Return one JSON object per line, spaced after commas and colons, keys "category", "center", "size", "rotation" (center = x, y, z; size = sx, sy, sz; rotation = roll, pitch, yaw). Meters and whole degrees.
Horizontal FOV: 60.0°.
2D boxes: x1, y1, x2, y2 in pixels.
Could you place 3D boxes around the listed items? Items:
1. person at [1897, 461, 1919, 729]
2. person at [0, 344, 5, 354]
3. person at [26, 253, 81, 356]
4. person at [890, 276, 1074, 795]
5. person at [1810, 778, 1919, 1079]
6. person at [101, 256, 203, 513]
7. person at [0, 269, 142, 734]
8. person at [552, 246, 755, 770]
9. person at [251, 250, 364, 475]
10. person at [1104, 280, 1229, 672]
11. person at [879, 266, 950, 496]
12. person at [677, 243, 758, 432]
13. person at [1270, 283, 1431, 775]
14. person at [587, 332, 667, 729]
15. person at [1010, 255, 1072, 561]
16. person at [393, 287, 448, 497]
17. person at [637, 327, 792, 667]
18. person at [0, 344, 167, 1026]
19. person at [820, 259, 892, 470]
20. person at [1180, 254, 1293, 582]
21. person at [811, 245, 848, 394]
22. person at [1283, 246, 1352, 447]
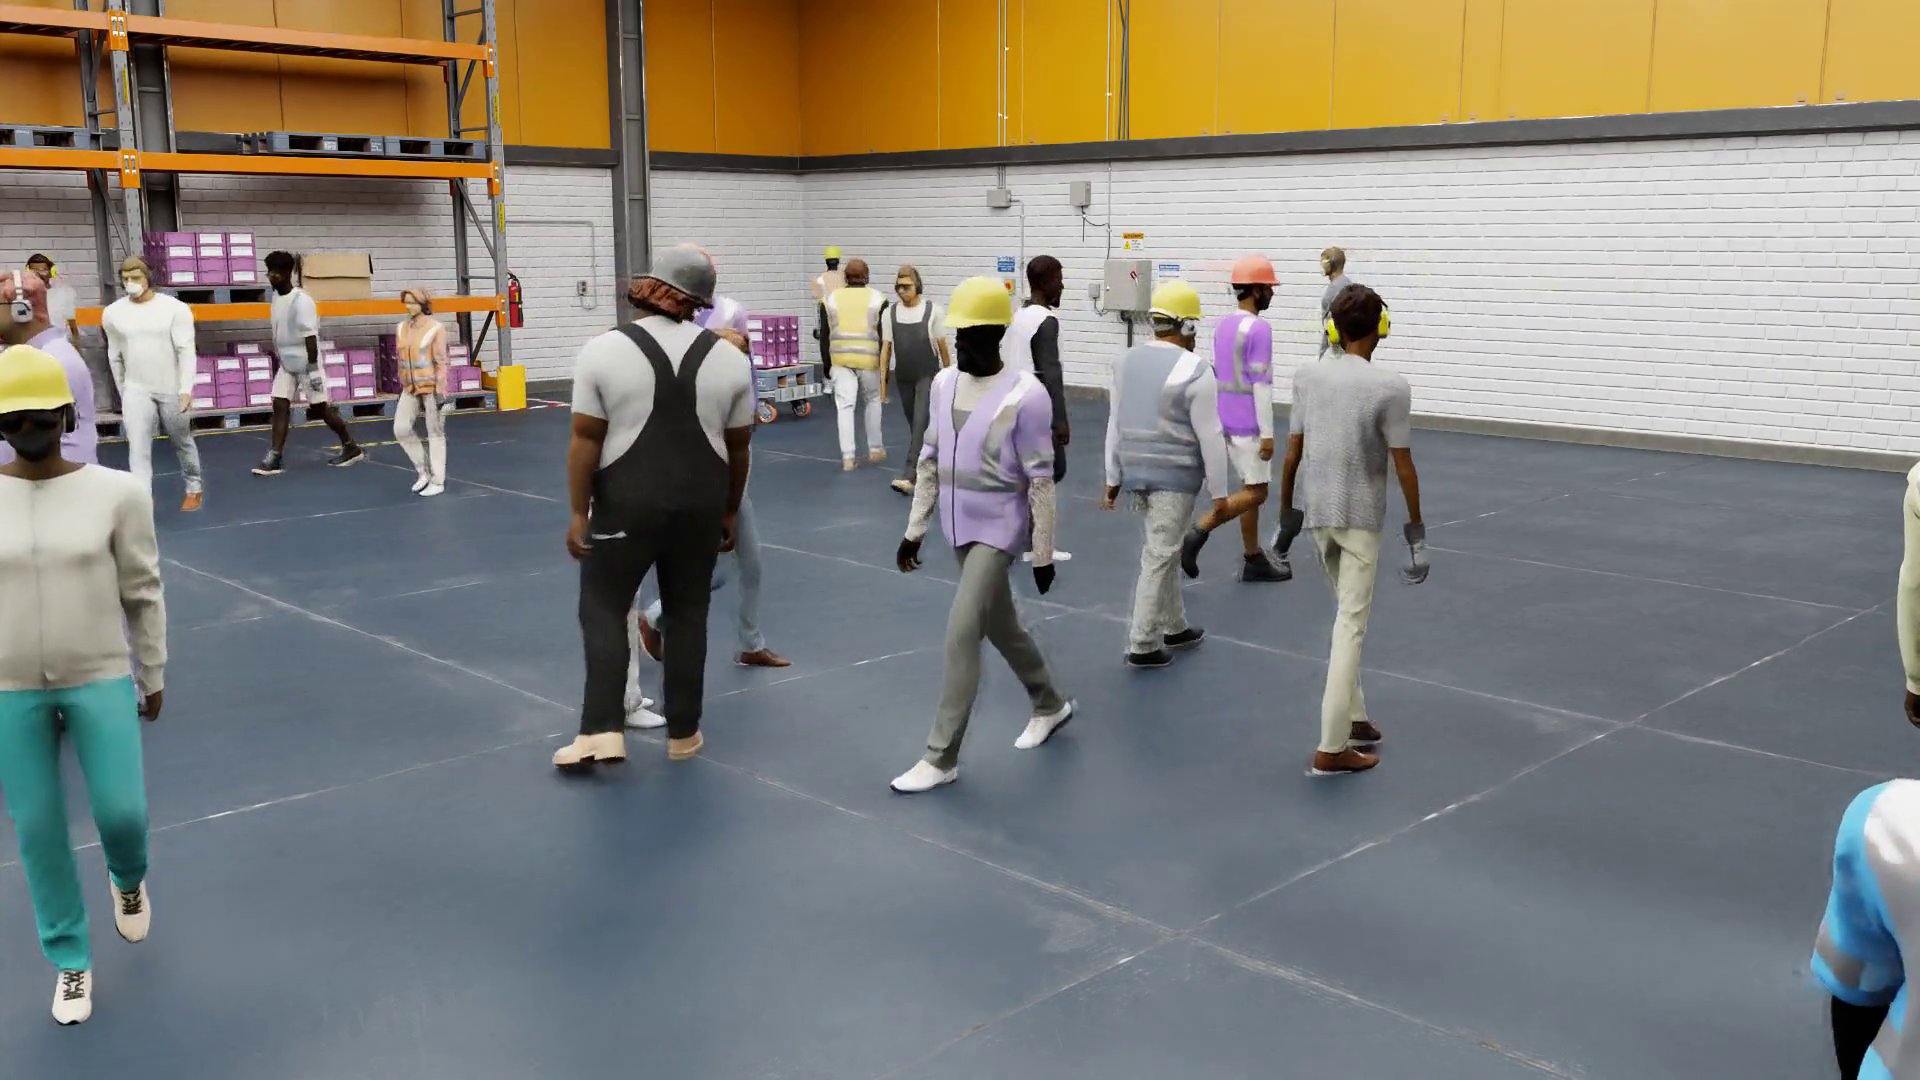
{"category": "person", "center": [2.644, 0.367, 4.143], "size": [0.403, 1.822, 0.588], "rotation": [-6, 12, -29]}
{"category": "person", "center": [-4.812, -0.390, 8.257], "size": [0.439, 1.821, 0.613], "rotation": [-9, 14, -39]}
{"category": "person", "center": [-8.307, -1.678, 15.192], "size": [0.514, 1.862, 0.325], "rotation": [-2, 11, -12]}
{"category": "person", "center": [0.121, -0.051, 6.275], "size": [0.985, 1.883, 0.588], "rotation": [-8, 13, -37]}
{"category": "person", "center": [1.329, 0.826, 2.052], "size": [0.546, 1.669, 0.708], "rotation": [9, 14, 41]}
{"category": "person", "center": [-5.703, -1.067, 11.809], "size": [0.633, 1.890, 1.055], "rotation": [-2, 11, -10]}
{"category": "person", "center": [-3.732, -0.129, 6.689], "size": [0.731, 1.882, 0.647], "rotation": [-6, 12, -29]}
{"category": "person", "center": [-1.187, -0.158, 6.403], "size": [0.807, 2.000, 0.617], "rotation": [-5, 11, -24]}
{"category": "person", "center": [-5.639, -1.527, 14.272], "size": [0.674, 1.908, 0.987], "rotation": [8, 13, 36]}
{"category": "person", "center": [1.049, -0.301, 7.811], "size": [0.763, 1.806, 0.625], "rotation": [-8, 13, -37]}
{"category": "person", "center": [-0.358, -1.263, 13.138], "size": [0.534, 1.778, 1.038], "rotation": [3, 11, 18]}
{"category": "person", "center": [-1.574, -0.851, 10.368], "size": [0.616, 1.991, 0.866], "rotation": [0, 10, 2]}
{"category": "person", "center": [1.529, -0.047, 6.349], "size": [0.684, 1.835, 0.620], "rotation": [-9, 14, -40]}
{"category": "person", "center": [-1.406, -0.043, 6.871], "size": [0.308, 1.641, 0.514], "rotation": [-4, 11, -22]}
{"category": "person", "center": [0.498, -0.795, 10.250], "size": [0.449, 1.902, 0.598], "rotation": [-2, 11, -9]}
{"category": "person", "center": [-4.170, -1.143, 12.886], "size": [0.543, 1.623, 0.373], "rotation": [5, 12, 25]}
{"category": "person", "center": [-1.163, -0.181, 7.720], "size": [0.663, 1.613, 0.500], "rotation": [2, 11, 12]}
{"category": "person", "center": [-2.365, 0.362, 4.362], "size": [0.530, 1.754, 0.457], "rotation": [-5, 11, -25]}
{"category": "person", "center": [-0.898, -1.550, 14.610], "size": [0.651, 1.805, 0.863], "rotation": [1, 10, 5]}
{"category": "person", "center": [1.585, -0.676, 9.557], "size": [0.722, 1.922, 0.555], "rotation": [-2, 11, -12]}
{"category": "person", "center": [-1.570, -2.752, 20.948], "size": [0.596, 1.904, 0.812], "rotation": [-3, 11, -15]}
{"category": "person", "center": [3.423, -1.755, 15.458], "size": [0.895, 1.909, 0.665], "rotation": [2, 11, 13]}
